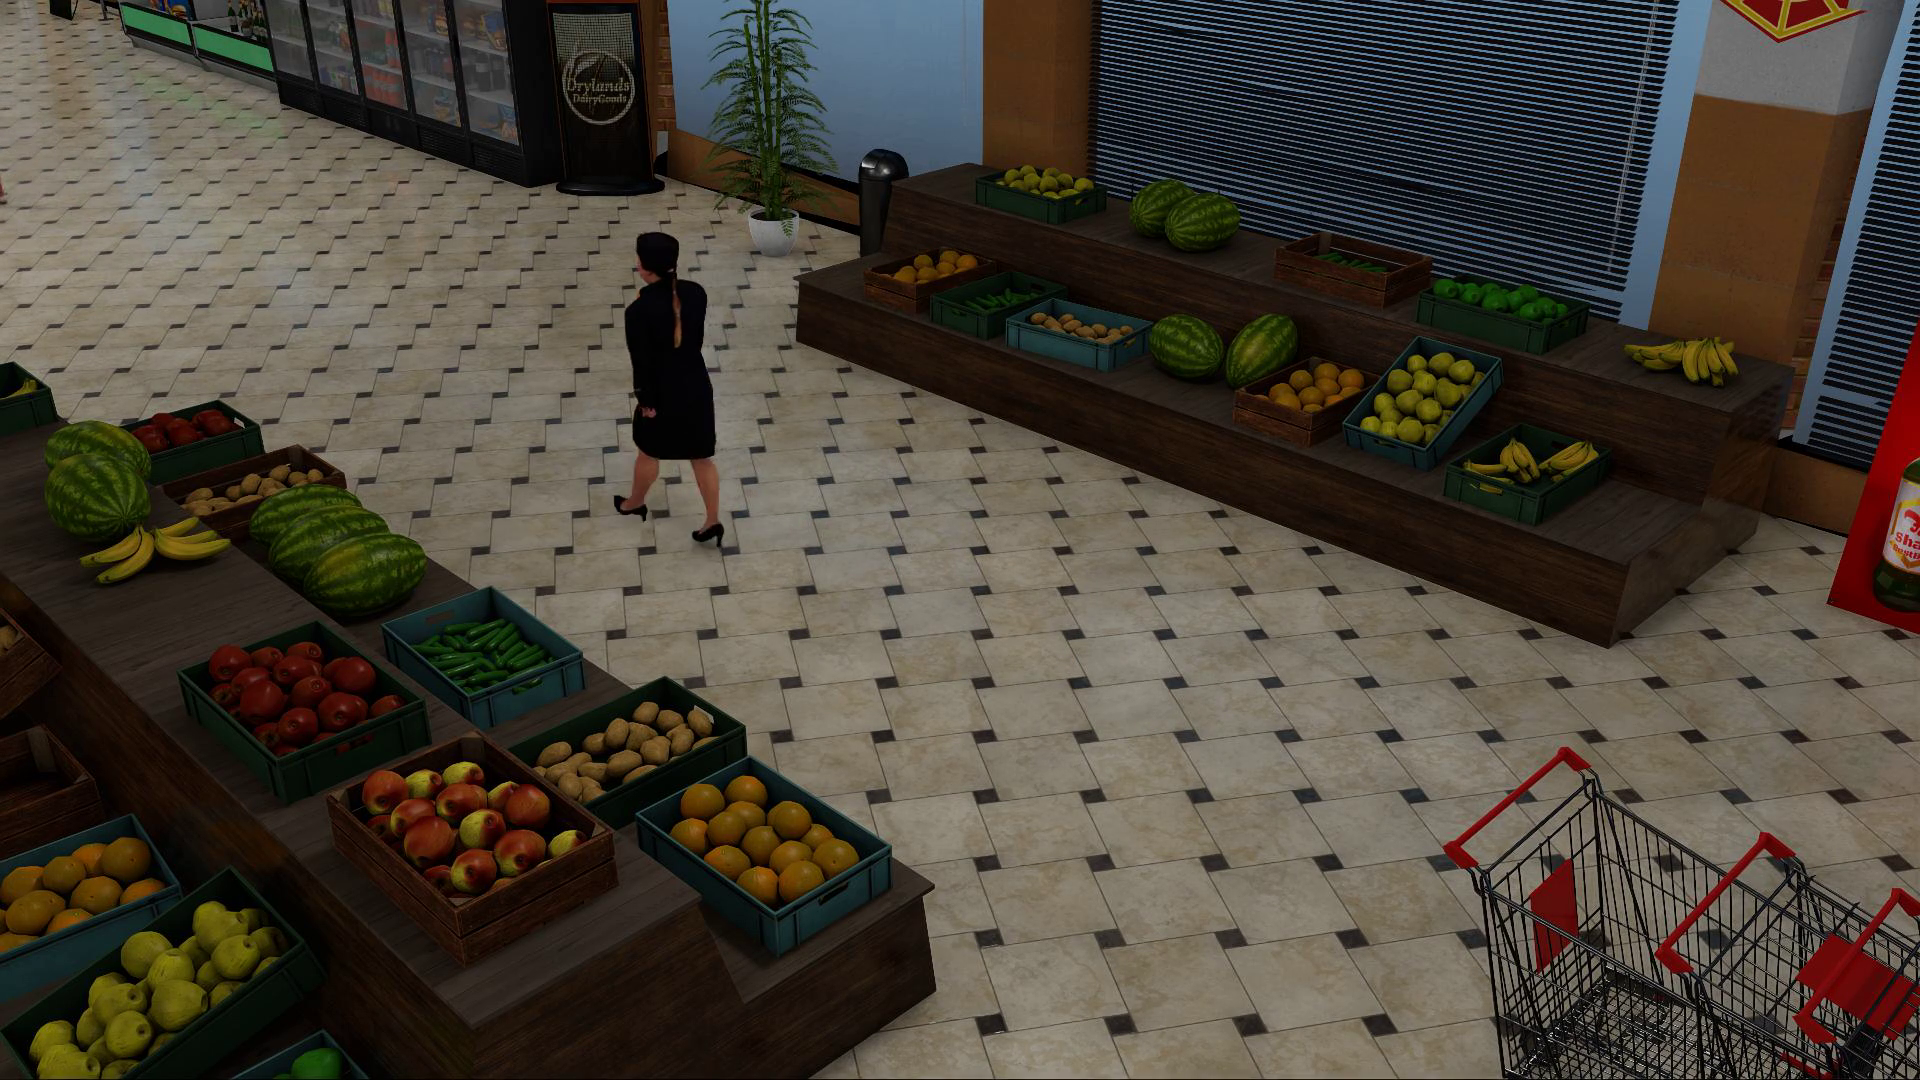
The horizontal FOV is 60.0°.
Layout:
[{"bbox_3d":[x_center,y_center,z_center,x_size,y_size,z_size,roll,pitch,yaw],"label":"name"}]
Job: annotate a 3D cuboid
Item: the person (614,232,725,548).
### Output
[{"bbox_3d":[-1.411,-0.717,8.544,0.976,1.639,0.704,23,35,37],"label":"person"}]
